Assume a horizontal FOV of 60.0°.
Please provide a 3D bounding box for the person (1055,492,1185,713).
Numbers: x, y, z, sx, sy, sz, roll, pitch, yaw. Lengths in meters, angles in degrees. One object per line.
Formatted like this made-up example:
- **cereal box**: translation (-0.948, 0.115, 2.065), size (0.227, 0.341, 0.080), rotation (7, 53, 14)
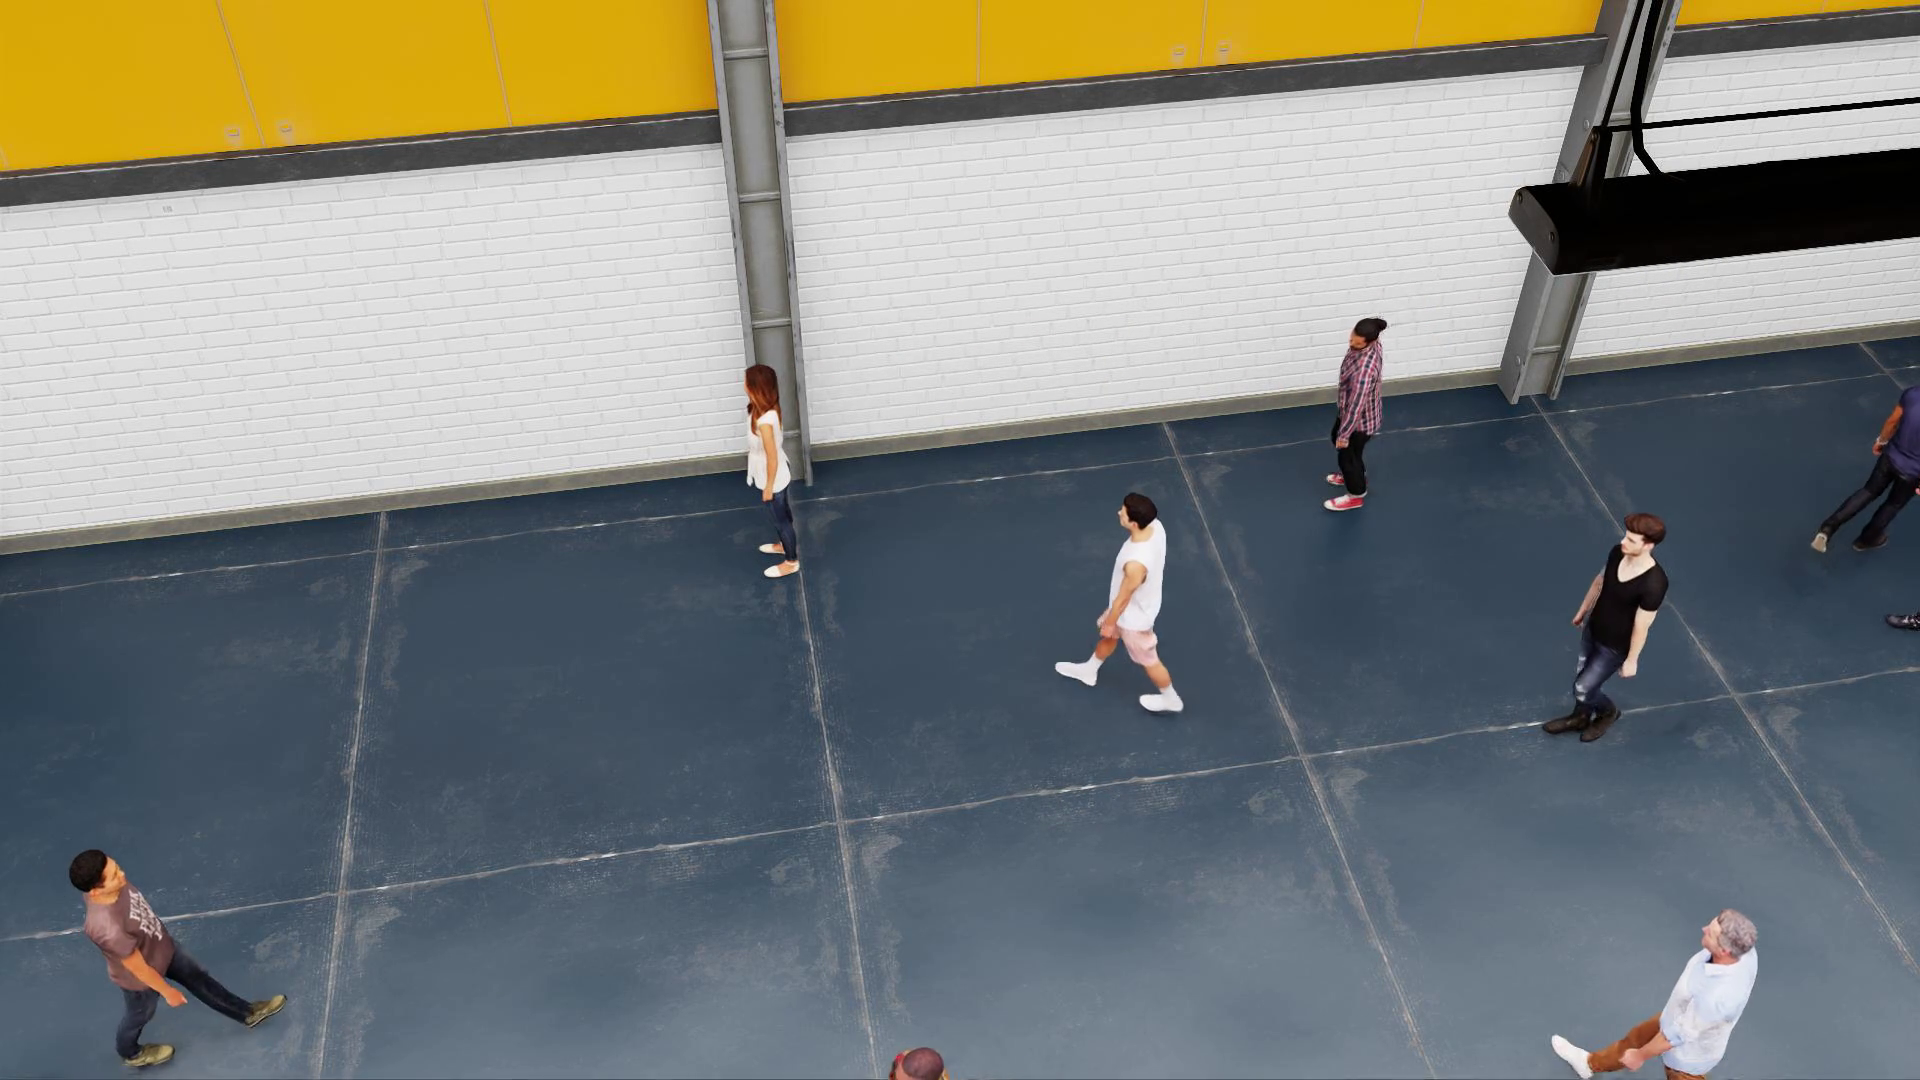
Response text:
- **person**: translation (1.178, 0.456, 10.417), size (1.222, 1.743, 1.007), rotation (14, 45, 14)

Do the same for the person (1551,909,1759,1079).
- **person**: translation (3.698, 2.501, 8.241), size (1.221, 1.783, 1.127), rotation (22, 48, 21)

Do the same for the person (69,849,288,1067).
- **person**: translation (-4.310, 2.214, 8.586), size (1.148, 1.724, 0.757), rotation (-12, 45, -13)

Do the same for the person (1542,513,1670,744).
- **person**: translation (4.072, 0.571, 10.194), size (0.676, 1.884, 0.684), rotation (-8, 44, -8)

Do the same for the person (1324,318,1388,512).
- **person**: translation (2.878, -0.905, 11.859), size (0.741, 1.725, 0.798), rotation (15, 46, 15)

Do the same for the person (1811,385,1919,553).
- **person**: translation (6.427, -0.492, 11.404), size (1.061, 1.753, 0.857), rotation (-23, 48, -23)

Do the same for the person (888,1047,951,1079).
- **person**: translation (-0.090, 2.882, 7.847), size (1.257, 1.775, 0.955), rotation (-22, 48, -22)

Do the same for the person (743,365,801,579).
- **person**: translation (-1.274, -0.471, 11.360), size (0.529, 1.784, 0.604), rotation (-5, 44, -5)
